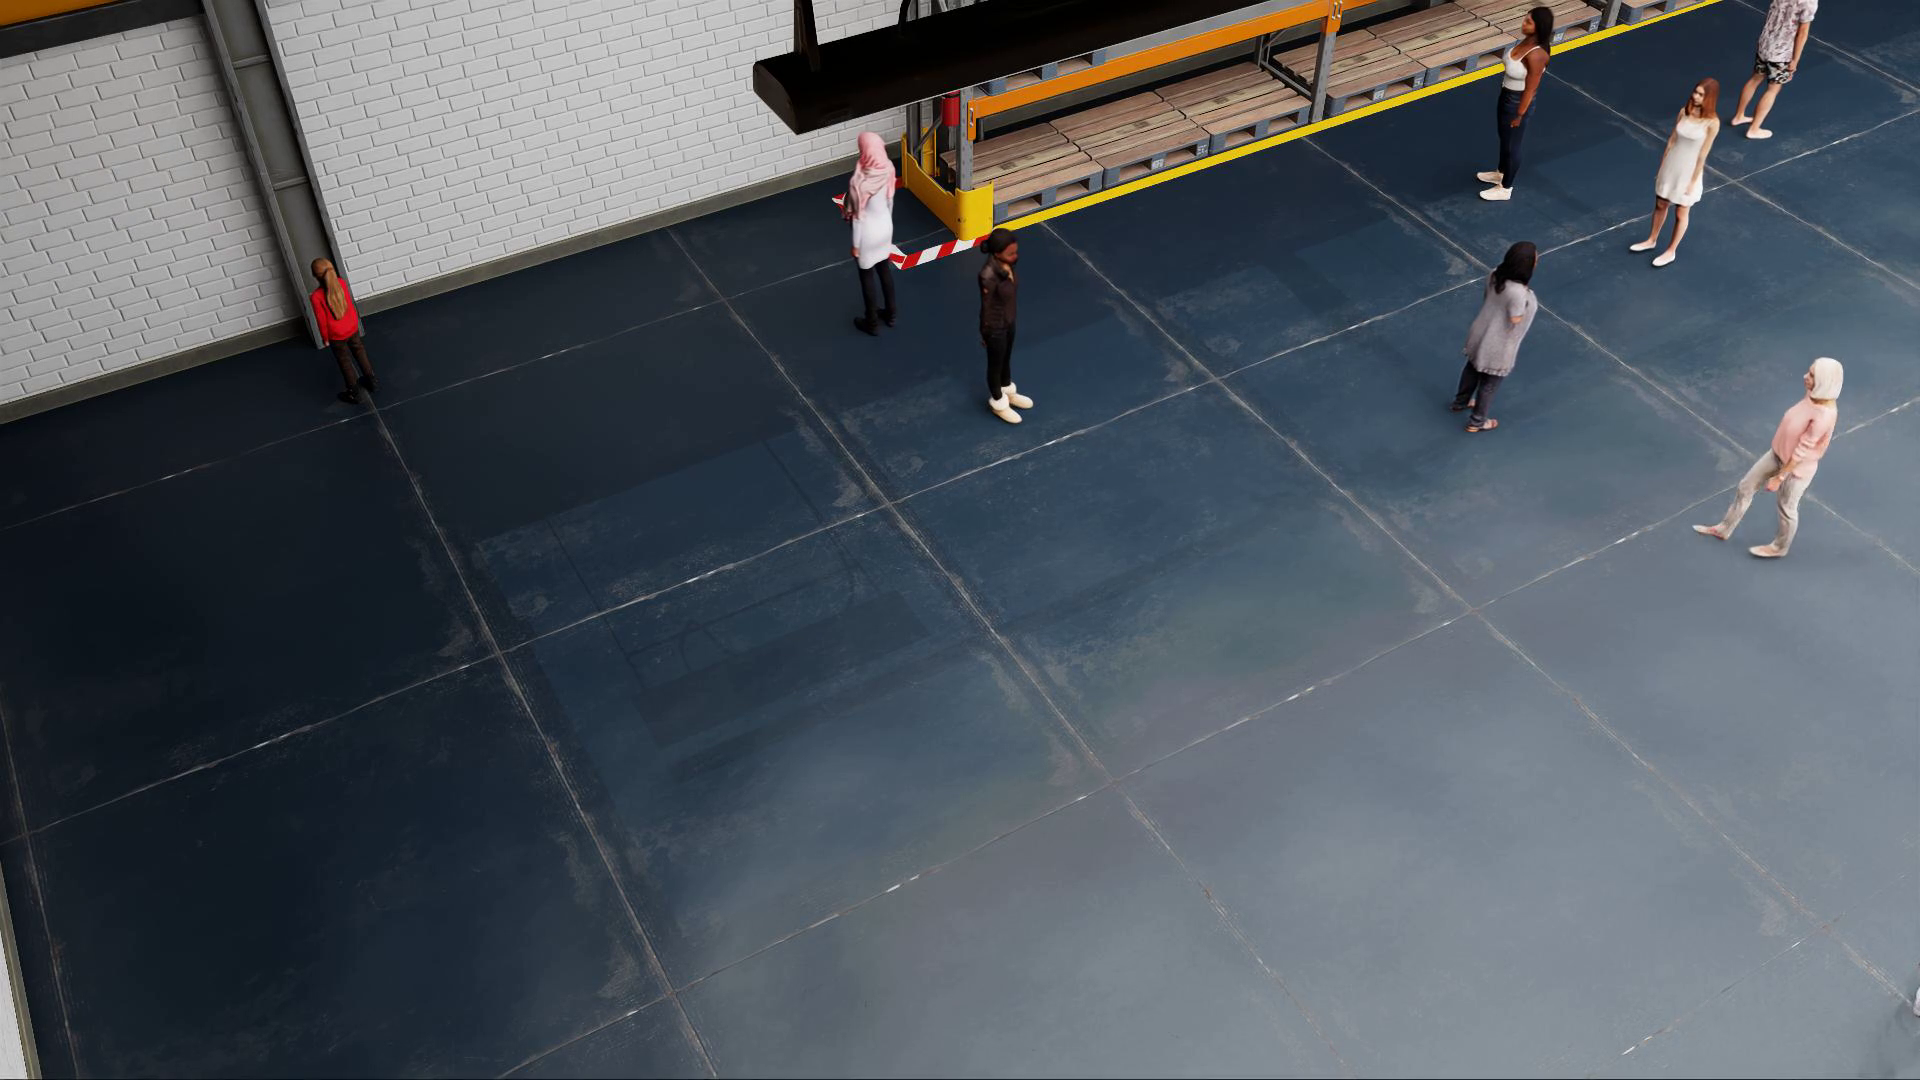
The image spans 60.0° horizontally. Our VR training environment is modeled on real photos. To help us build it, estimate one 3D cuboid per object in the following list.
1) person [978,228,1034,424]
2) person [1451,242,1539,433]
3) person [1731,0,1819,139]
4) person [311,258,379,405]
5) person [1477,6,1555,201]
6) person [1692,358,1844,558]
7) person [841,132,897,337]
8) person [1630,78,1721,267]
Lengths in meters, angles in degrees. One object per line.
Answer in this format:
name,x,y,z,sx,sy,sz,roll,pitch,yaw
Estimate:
person,0.287,-1.648,12.598,0.771,1.664,0.713,5,44,5
person,4.029,-1.538,12.525,0.750,1.606,0.718,-9,44,-9
person,7.709,-4.667,15.660,0.628,1.811,0.708,-14,45,-14
person,-4.789,-1.631,12.858,0.640,1.281,0.557,23,48,22
person,4.992,-3.907,14.864,0.794,1.810,0.752,6,44,6
person,5.781,-0.512,11.378,0.983,1.703,0.892,5,44,5
person,-0.695,-2.452,13.343,0.755,1.801,0.639,30,51,28
person,6.141,-3.144,14.136,0.520,1.709,0.567,-24,48,-23
